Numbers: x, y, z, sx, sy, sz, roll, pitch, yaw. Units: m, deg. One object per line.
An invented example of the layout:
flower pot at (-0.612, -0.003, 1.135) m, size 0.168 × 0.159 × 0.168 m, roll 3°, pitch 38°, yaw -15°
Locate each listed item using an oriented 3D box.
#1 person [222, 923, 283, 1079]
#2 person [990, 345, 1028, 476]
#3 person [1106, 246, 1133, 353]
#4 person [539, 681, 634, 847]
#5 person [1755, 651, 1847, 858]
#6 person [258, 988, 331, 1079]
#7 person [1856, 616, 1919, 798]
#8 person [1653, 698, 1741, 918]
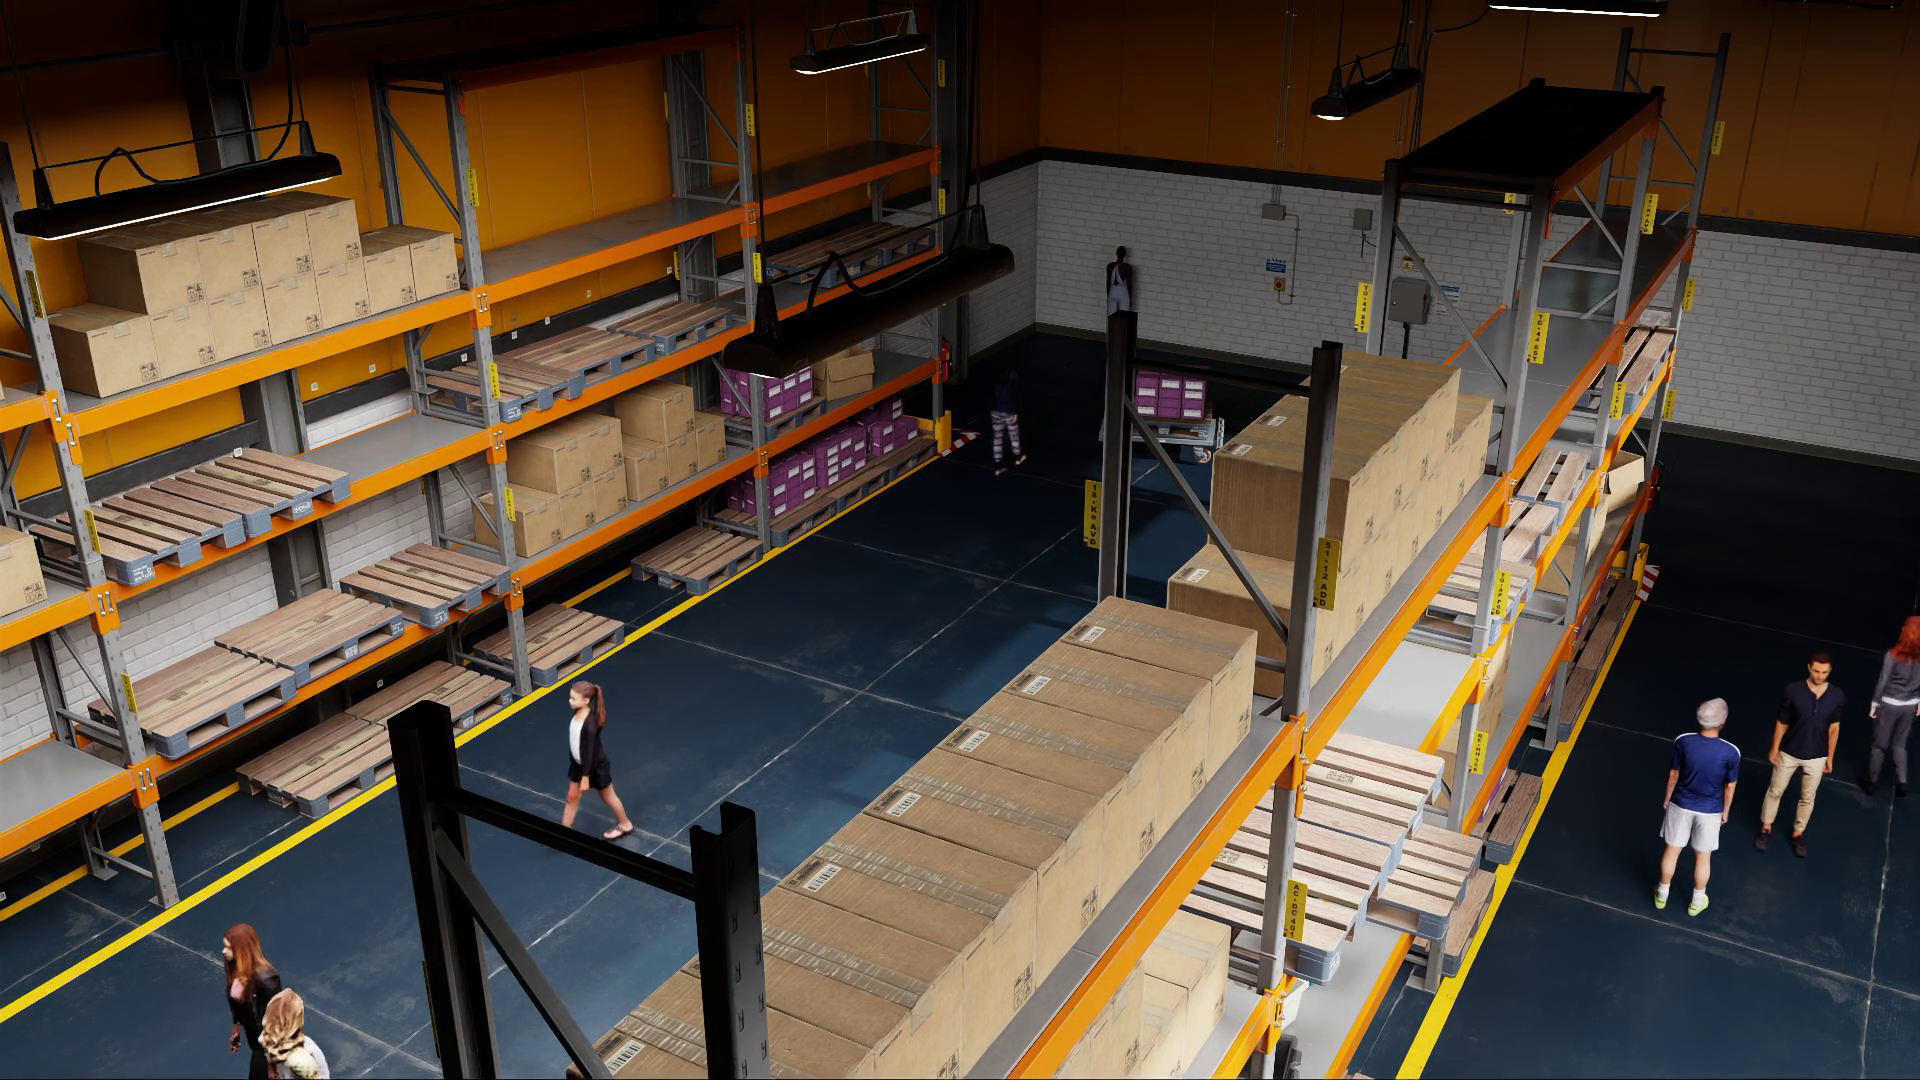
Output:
person at (-4.344, 3.122, 10.635) m, size 0.705 × 1.699 × 0.676 m, roll -20°, pitch 31°, yaw -39°
person at (0.532, -1.667, 21.573) m, size 0.648 × 1.713 × 0.883 m, roll 11°, pitch 26°, yaw 24°
person at (2.512, -3.789, 26.341) m, size 0.597 × 1.782 × 0.520 m, roll 9°, pitch 25°, yaw 20°
person at (-2.980, 1.850, 13.769) m, size 1.100 × 1.519 × 0.850 m, roll -15°, pitch 28°, yaw -31°
person at (6.904, 1.729, 13.631) m, size 0.670 × 1.852 × 0.606 m, roll 7°, pitch 24°, yaw 15°
person at (-3.970, 3.471, 9.855) m, size 1.241 × 1.684 × 0.845 m, roll -20°, pitch 31°, yaw -39°
person at (8.089, 1.486, 14.288) m, size 0.806 × 1.771 × 0.914 m, roll 0°, pitch 24°, yaw 1°
person at (5.705, 2.060, 12.896) m, size 0.638 × 1.834 × 0.536 m, roll 11°, pitch 26°, yaw 24°
